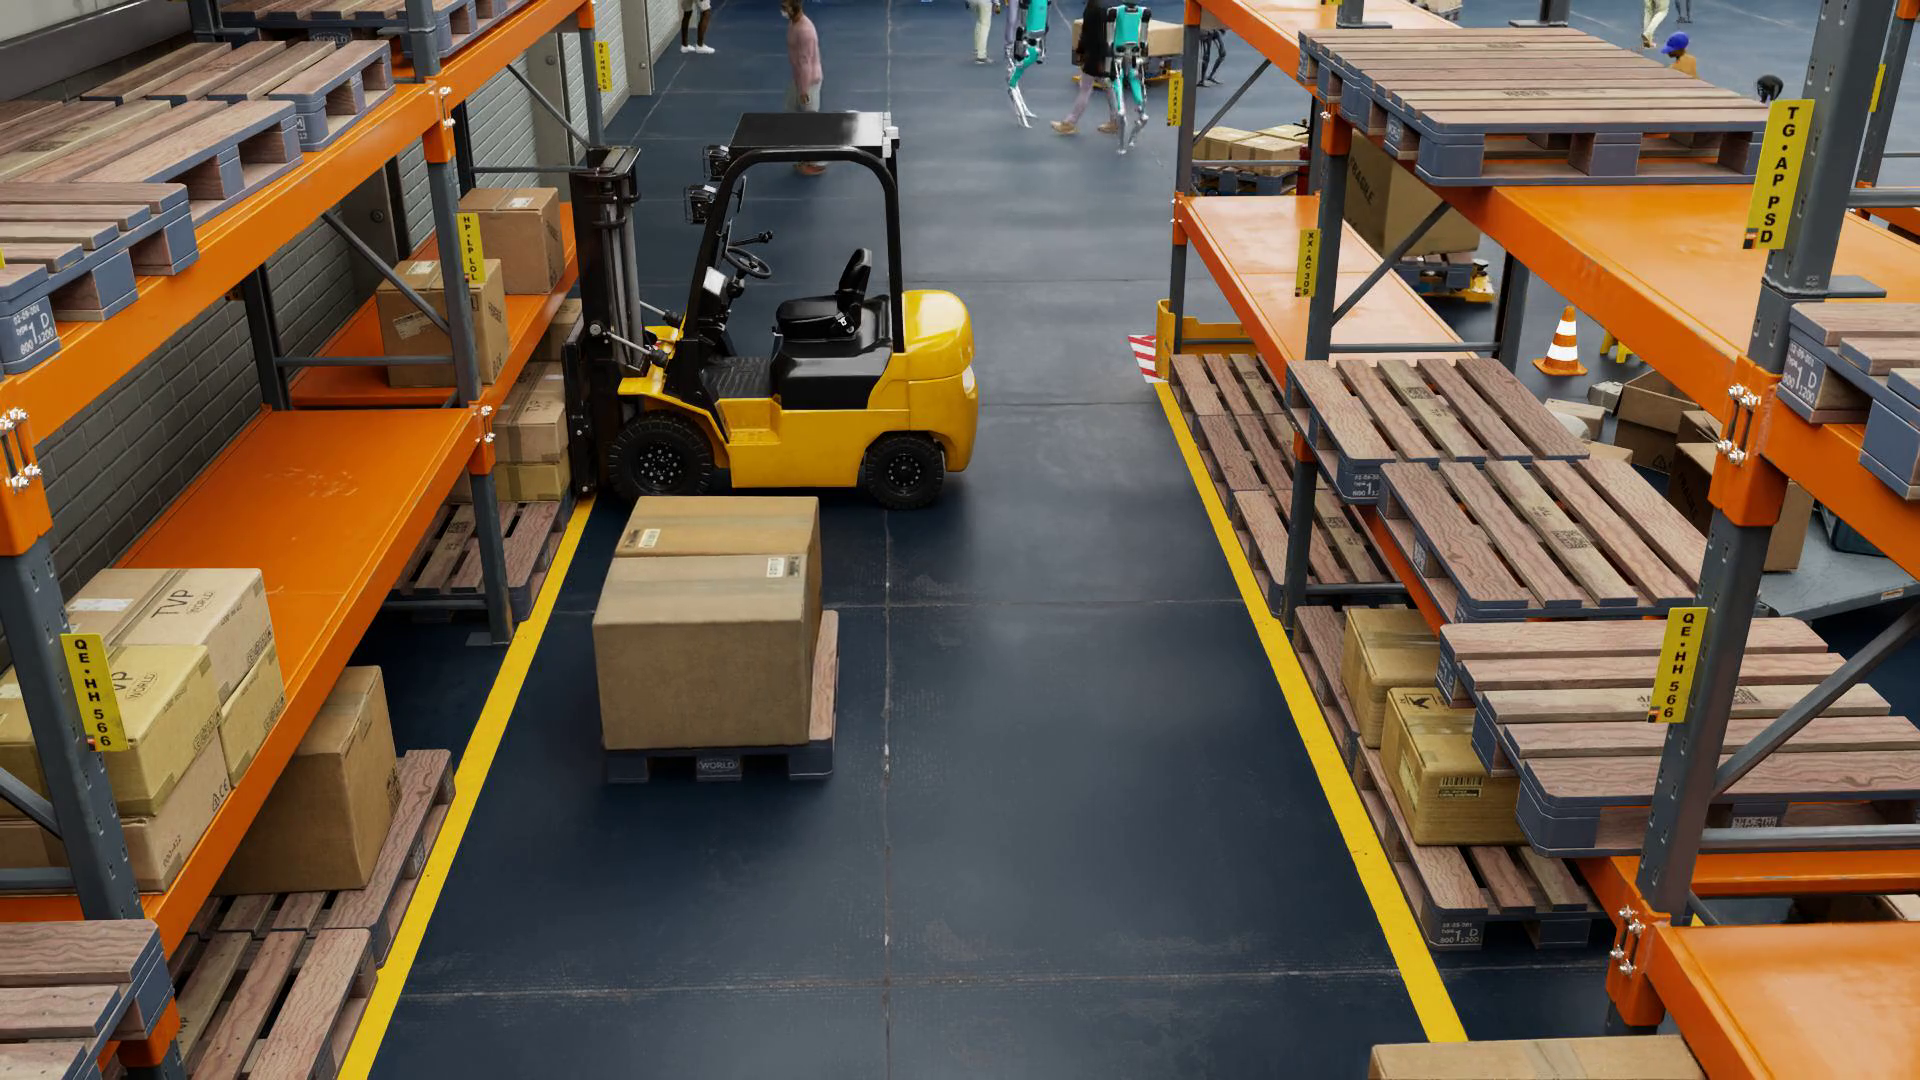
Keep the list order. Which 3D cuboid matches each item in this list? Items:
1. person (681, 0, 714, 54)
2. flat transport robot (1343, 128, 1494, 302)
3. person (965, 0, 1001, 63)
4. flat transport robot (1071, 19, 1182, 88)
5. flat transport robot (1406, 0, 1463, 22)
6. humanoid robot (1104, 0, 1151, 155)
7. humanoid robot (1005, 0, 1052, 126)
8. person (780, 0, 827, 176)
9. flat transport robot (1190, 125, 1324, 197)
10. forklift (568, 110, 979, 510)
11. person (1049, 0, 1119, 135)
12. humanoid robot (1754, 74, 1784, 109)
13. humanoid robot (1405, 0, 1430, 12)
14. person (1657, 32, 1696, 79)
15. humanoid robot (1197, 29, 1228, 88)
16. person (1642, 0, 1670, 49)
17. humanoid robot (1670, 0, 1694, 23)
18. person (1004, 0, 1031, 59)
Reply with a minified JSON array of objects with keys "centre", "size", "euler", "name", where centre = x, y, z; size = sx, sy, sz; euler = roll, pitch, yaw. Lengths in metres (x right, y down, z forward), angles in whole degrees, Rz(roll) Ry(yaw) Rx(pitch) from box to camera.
[{"centre":[-3.995,-8.260,24.917],"size":[0.421,1.879,0.578],"euler":[-22,33,-38],"name":"person"},{"centre":[3.718,-2.211,13.986],"size":[1.431,0.231,0.659],"euler":[4,26,9],"name":"flat transport robot"},{"centre":[0.336,-7.870,24.277],"size":[0.635,1.702,0.611],"euler":[18,31,33],"name":"person"},{"centre":[2.306,-6.427,22.914],"size":[1.431,0.231,0.659],"euler":[-16,30,-30],"name":"flat transport robot"},{"centre":[7.357,-8.336,26.956],"size":[0.659,0.231,1.431],"euler":[16,30,31],"name":"flat transport robot"},{"centre":[1.953,-5.205,18.658],"size":[0.547,1.796,0.792],"euler":[-8,27,-17],"name":"humanoid robot"},{"centre":[0.717,-5.902,20.101],"size":[0.796,1.783,0.547],"euler":[22,33,38],"name":"humanoid robot"},{"centre":[-1.660,-4.816,17.585],"size":[0.514,1.910,0.718],"euler":[-8,27,-17],"name":"person"},{"centre":[2.982,-3.530,16.779],"size":[1.431,0.231,0.659],"euler":[16,30,30],"name":"flat transport robot"},{"centre":[-1.043,-1.379,9.976],"size":[2.313,2.155,1.214],"euler":[-1,25,-2],"name":"forklift"},{"centre":[1.526,-5.680,19.534],"size":[0.911,1.809,0.587],"euler":[1,25,3],"name":"person"},{"centre":[6.922,-3.311,14.727],"size":[0.776,1.617,0.639],"euler":[5,26,10],"name":"humanoid robot"},{"centre":[5.455,-5.969,20.299],"size":[0.614,1.641,0.394],"euler":[-9,27,-18],"name":"humanoid robot"},{"centre":[7.145,-4.224,16.602],"size":[0.645,1.674,0.341],"euler":[-20,32,-36],"name":"person"},{"centre":[3.386,-6.933,22.327],"size":[0.345,1.649,0.610],"euler":[14,29,28],"name":"humanoid robot"},{"centre":[10.526,-8.360,25.131],"size":[0.523,1.876,0.575],"euler":[22,33,38],"name":"person"},{"centre":[12.174,-9.468,27.703],"size":[0.360,1.644,0.589],"euler":[13,28,26],"name":"humanoid robot"},{"centre":[0.898,-8.046,24.518],"size":[0.560,1.835,0.403],"euler":[-4,26,-9],"name":"person"}]
